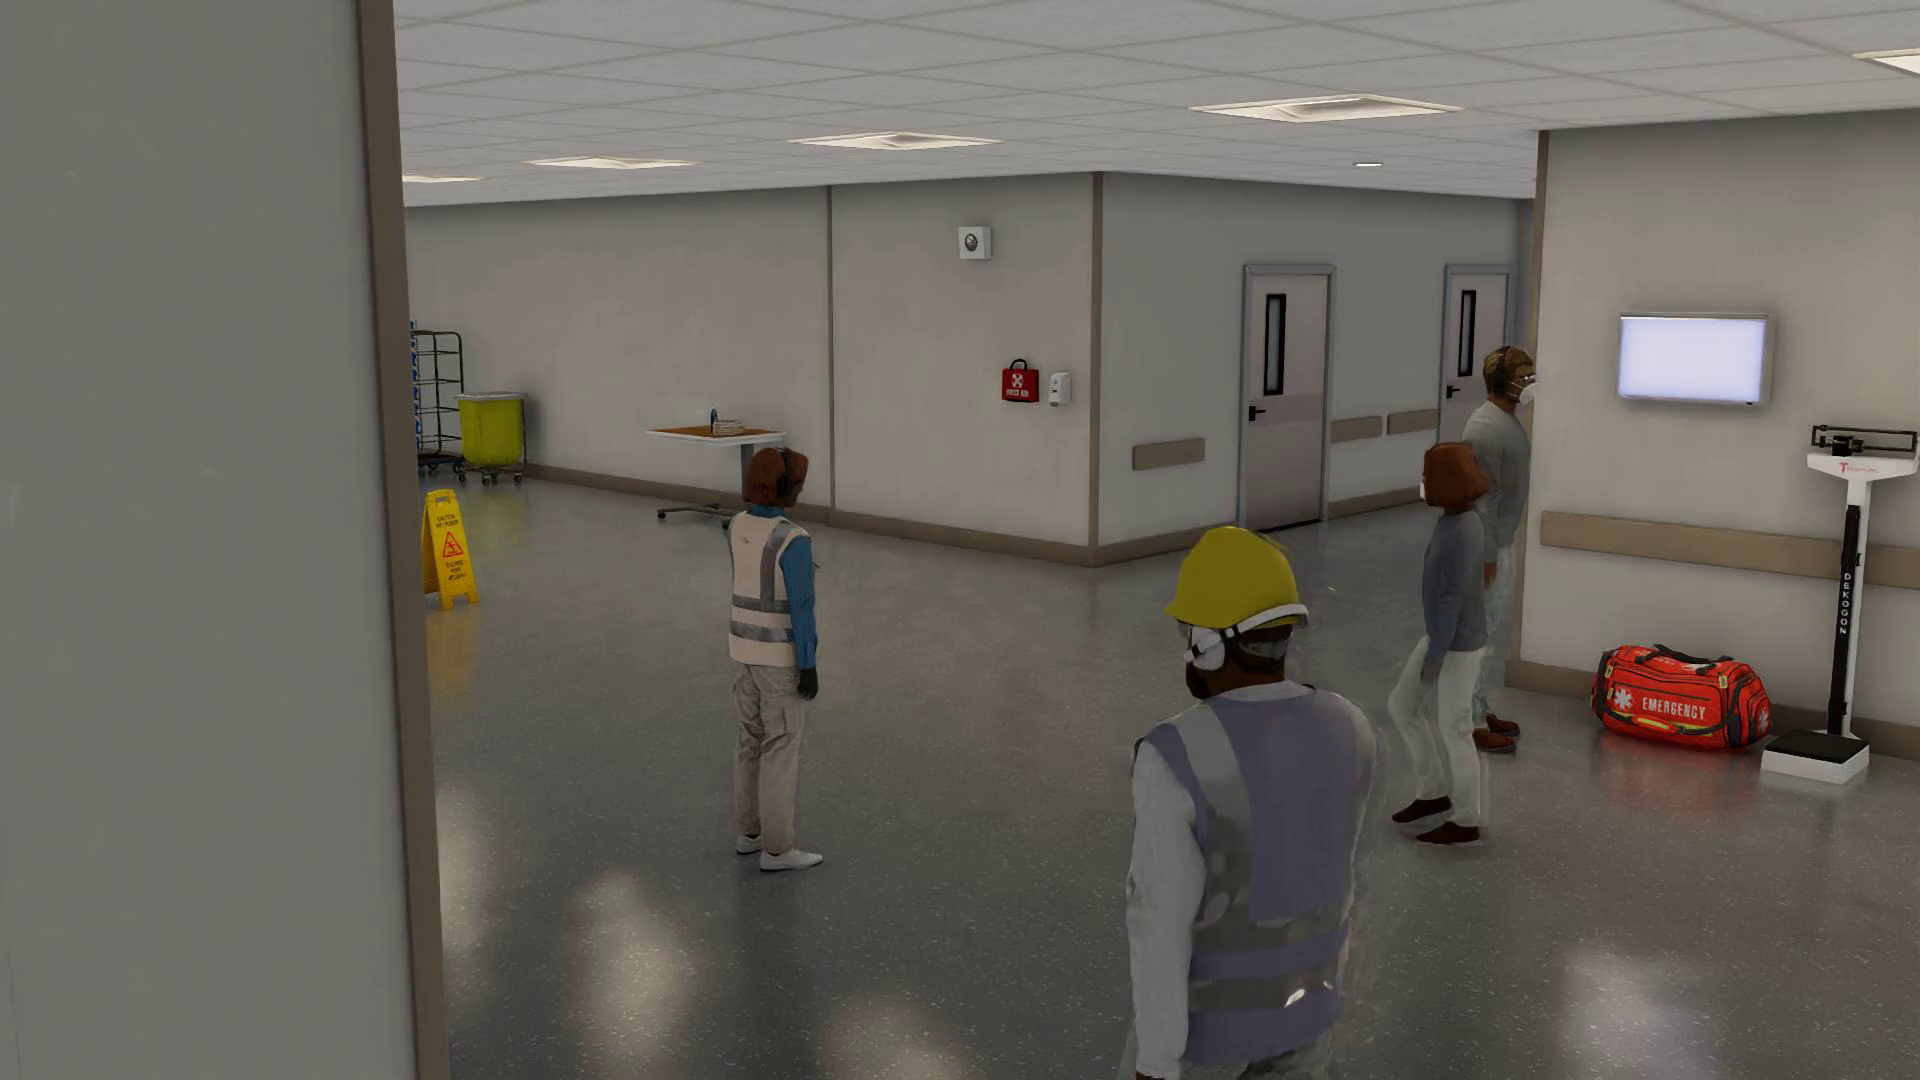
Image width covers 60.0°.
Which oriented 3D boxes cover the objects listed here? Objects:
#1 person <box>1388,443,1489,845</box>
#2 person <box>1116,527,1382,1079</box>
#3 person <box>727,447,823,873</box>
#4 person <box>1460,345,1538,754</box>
[{"bbox_3d":[1.898,0.426,6.606,0.451,1.619,0.503,1,9,5],"label":"person"},{"bbox_3d":[0.467,0.863,3.321,0.599,1.803,0.775,-6,11,-31],"label":"person"},{"bbox_3d":[-0.721,0.456,6.371,0.316,1.631,0.519,-7,12,-37],"label":"person"},{"bbox_3d":[2.563,0.034,8.015,0.377,1.940,0.629,4,10,25],"label":"person"}]
